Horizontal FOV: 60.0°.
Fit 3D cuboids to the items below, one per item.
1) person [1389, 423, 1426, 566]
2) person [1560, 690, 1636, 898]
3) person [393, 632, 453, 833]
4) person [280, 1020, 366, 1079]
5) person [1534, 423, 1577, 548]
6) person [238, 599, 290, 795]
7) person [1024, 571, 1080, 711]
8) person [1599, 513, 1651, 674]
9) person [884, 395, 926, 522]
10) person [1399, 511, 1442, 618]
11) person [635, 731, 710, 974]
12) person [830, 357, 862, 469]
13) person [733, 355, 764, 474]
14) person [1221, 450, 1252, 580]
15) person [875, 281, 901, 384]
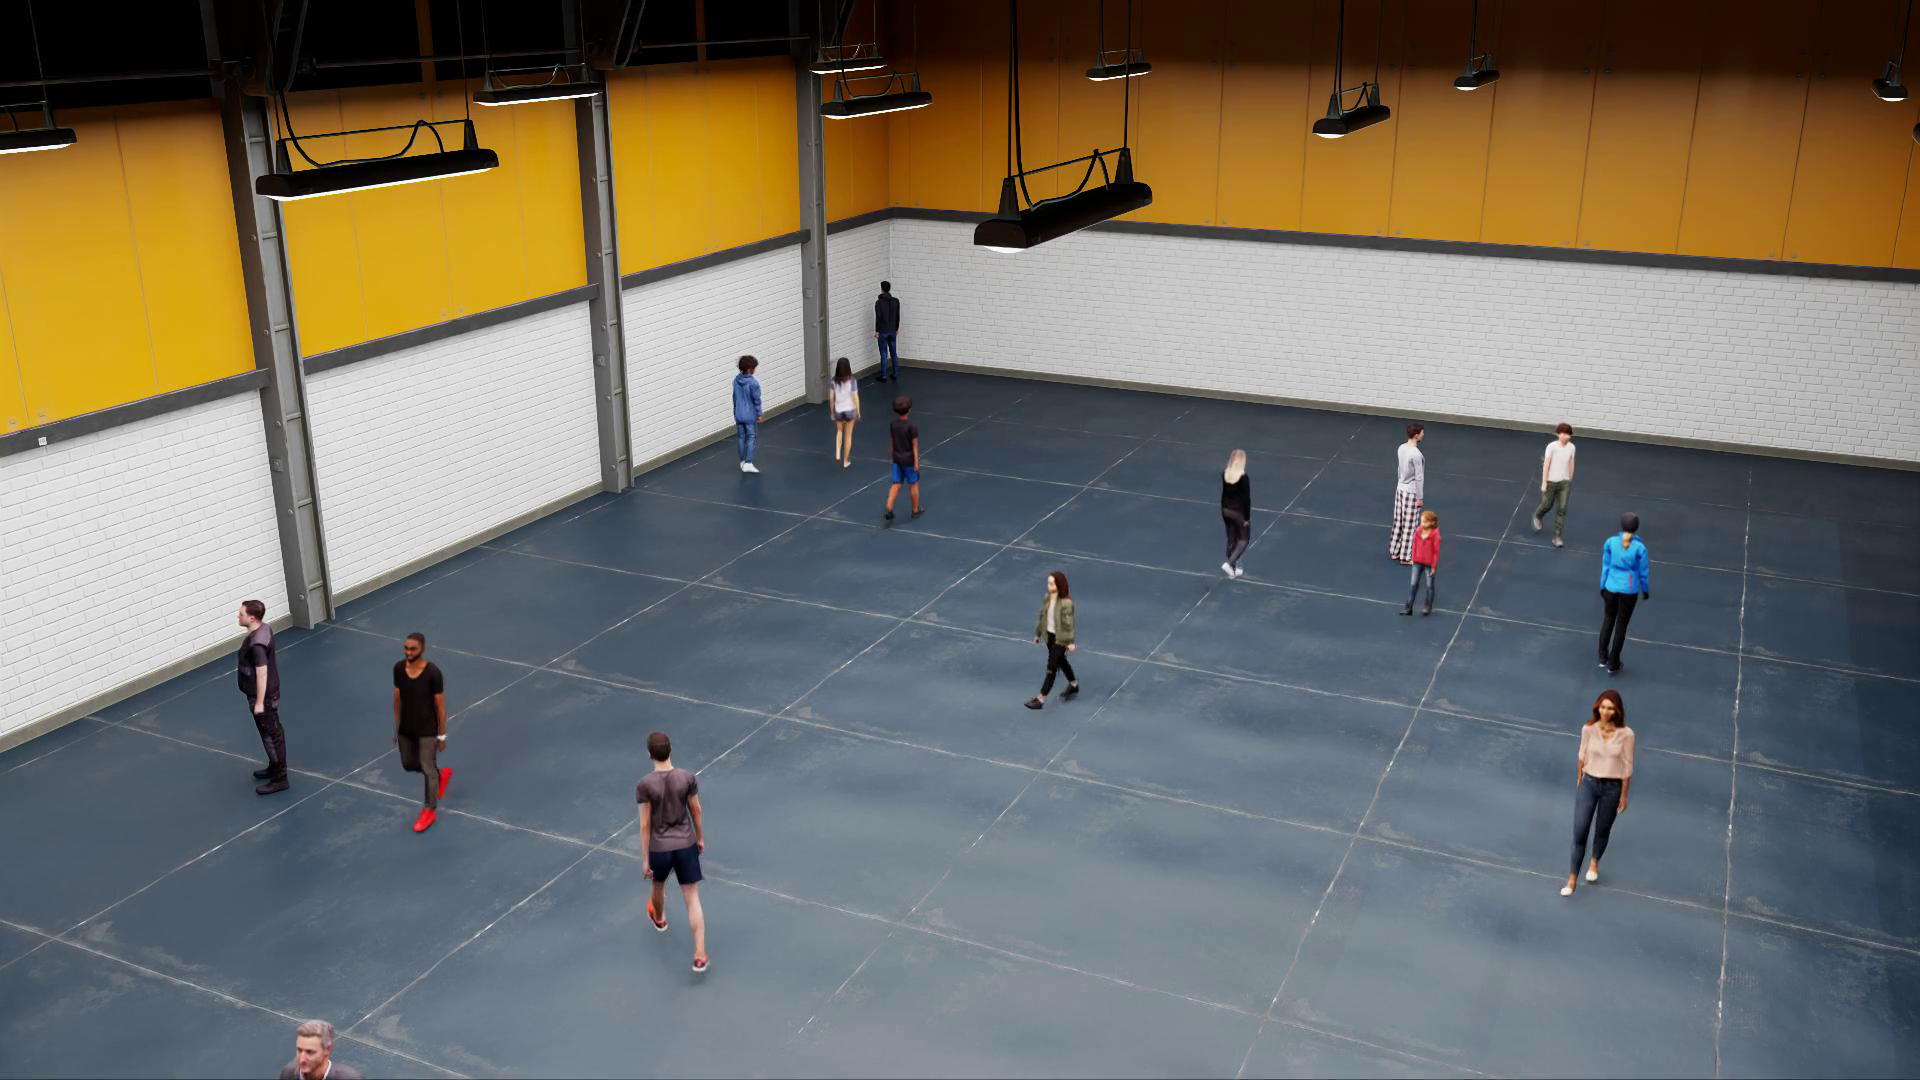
[{"bbox_3d":[5.763,-0.605,21.355,0.756,1.847,0.687,-6,19,-17],"label":"person"},{"bbox_3d":[5.298,2.030,13.673,0.630,1.758,0.979,10,21,26],"label":"person"},{"bbox_3d":[-4.744,1.640,14.774,0.727,1.794,0.957,6,19,16],"label":"person"},{"bbox_3d":[-3.516,3.474,9.252,0.757,1.843,0.678,4,19,12],"label":"person"},{"bbox_3d":[7.942,-0.775,22.200,0.855,1.632,1.097,0,19,0],"label":"person"},{"bbox_3d":[-6.438,1.415,15.365,0.833,1.843,0.789,-8,20,-22],"label":"person"},{"bbox_3d":[1.052,1.023,17.172,1.107,1.434,0.917,-13,23,-34],"label":"person"},{"bbox_3d":[7.128,0.580,17.921,0.739,1.794,0.725,-18,25,-42],"label":"person"},{"bbox_3d":[-0.808,-1.093,22.917,0.674,1.776,1.058,10,21,27],"label":"person"},{"bbox_3d":[5.524,0.272,19.615,0.619,1.296,0.845,14,23,35],"label":"person"},{"bbox_3d":[-2.151,2.396,12.539,1.267,1.786,1.305,-7,20,-20],"label":"person"},{"bbox_3d":[-1.786,-1.930,25.487,0.629,1.723,0.640,5,19,14],"label":"person"},{"bbox_3d":[-3.238,-1.923,25.342,0.768,1.802,0.810,8,20,23],"label":"person"},{"bbox_3d":[3.369,-0.286,20.677,0.744,1.676,0.836,18,25,42],"label":"person"},{"bbox_3d":[-1.355,-3.898,31.060,0.701,1.895,0.820,-12,22,-32],"label":"person"}]
